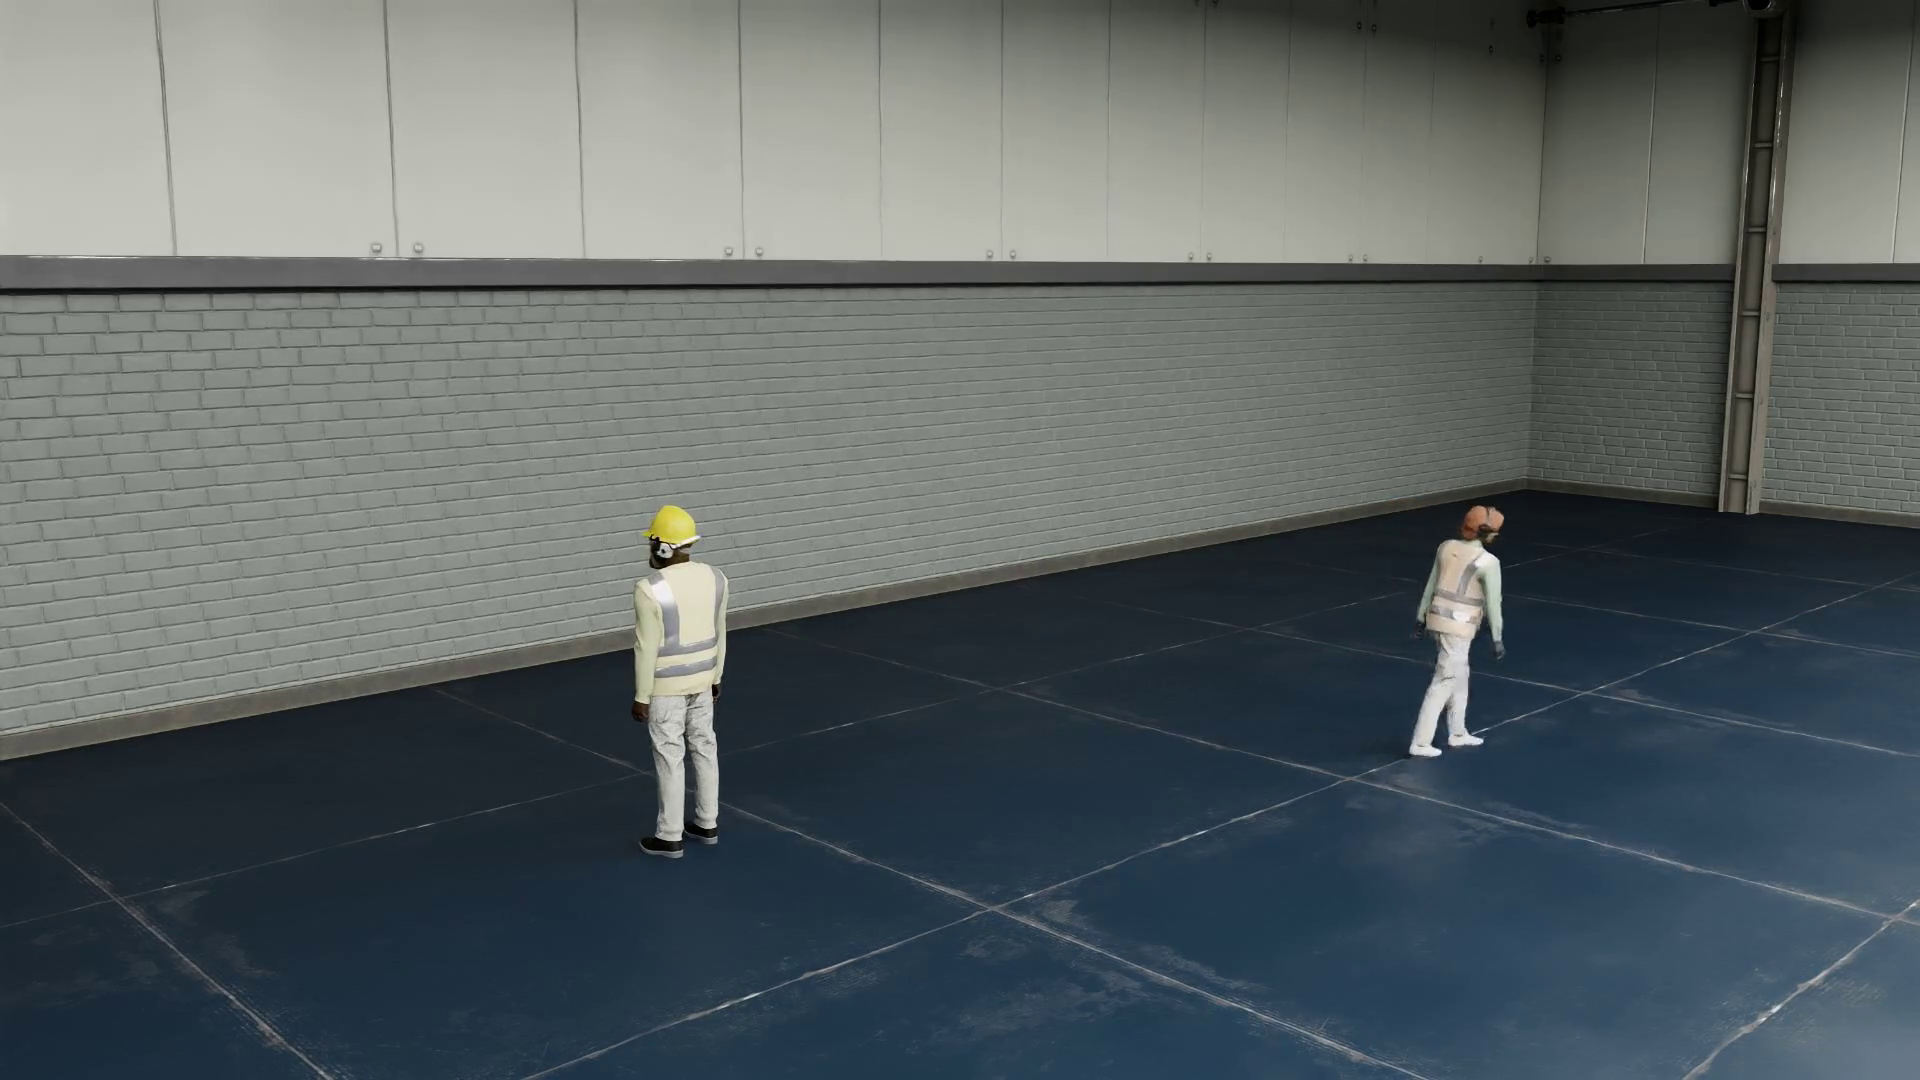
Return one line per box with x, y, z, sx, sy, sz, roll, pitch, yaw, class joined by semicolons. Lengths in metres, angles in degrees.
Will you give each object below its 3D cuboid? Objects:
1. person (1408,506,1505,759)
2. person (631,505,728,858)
3.116;0.575;10.355;0.702;1.588;0.530;-4;10;-21;person
-1.476;0.730;8.674;0.404;1.835;0.599;7;12;38;person
